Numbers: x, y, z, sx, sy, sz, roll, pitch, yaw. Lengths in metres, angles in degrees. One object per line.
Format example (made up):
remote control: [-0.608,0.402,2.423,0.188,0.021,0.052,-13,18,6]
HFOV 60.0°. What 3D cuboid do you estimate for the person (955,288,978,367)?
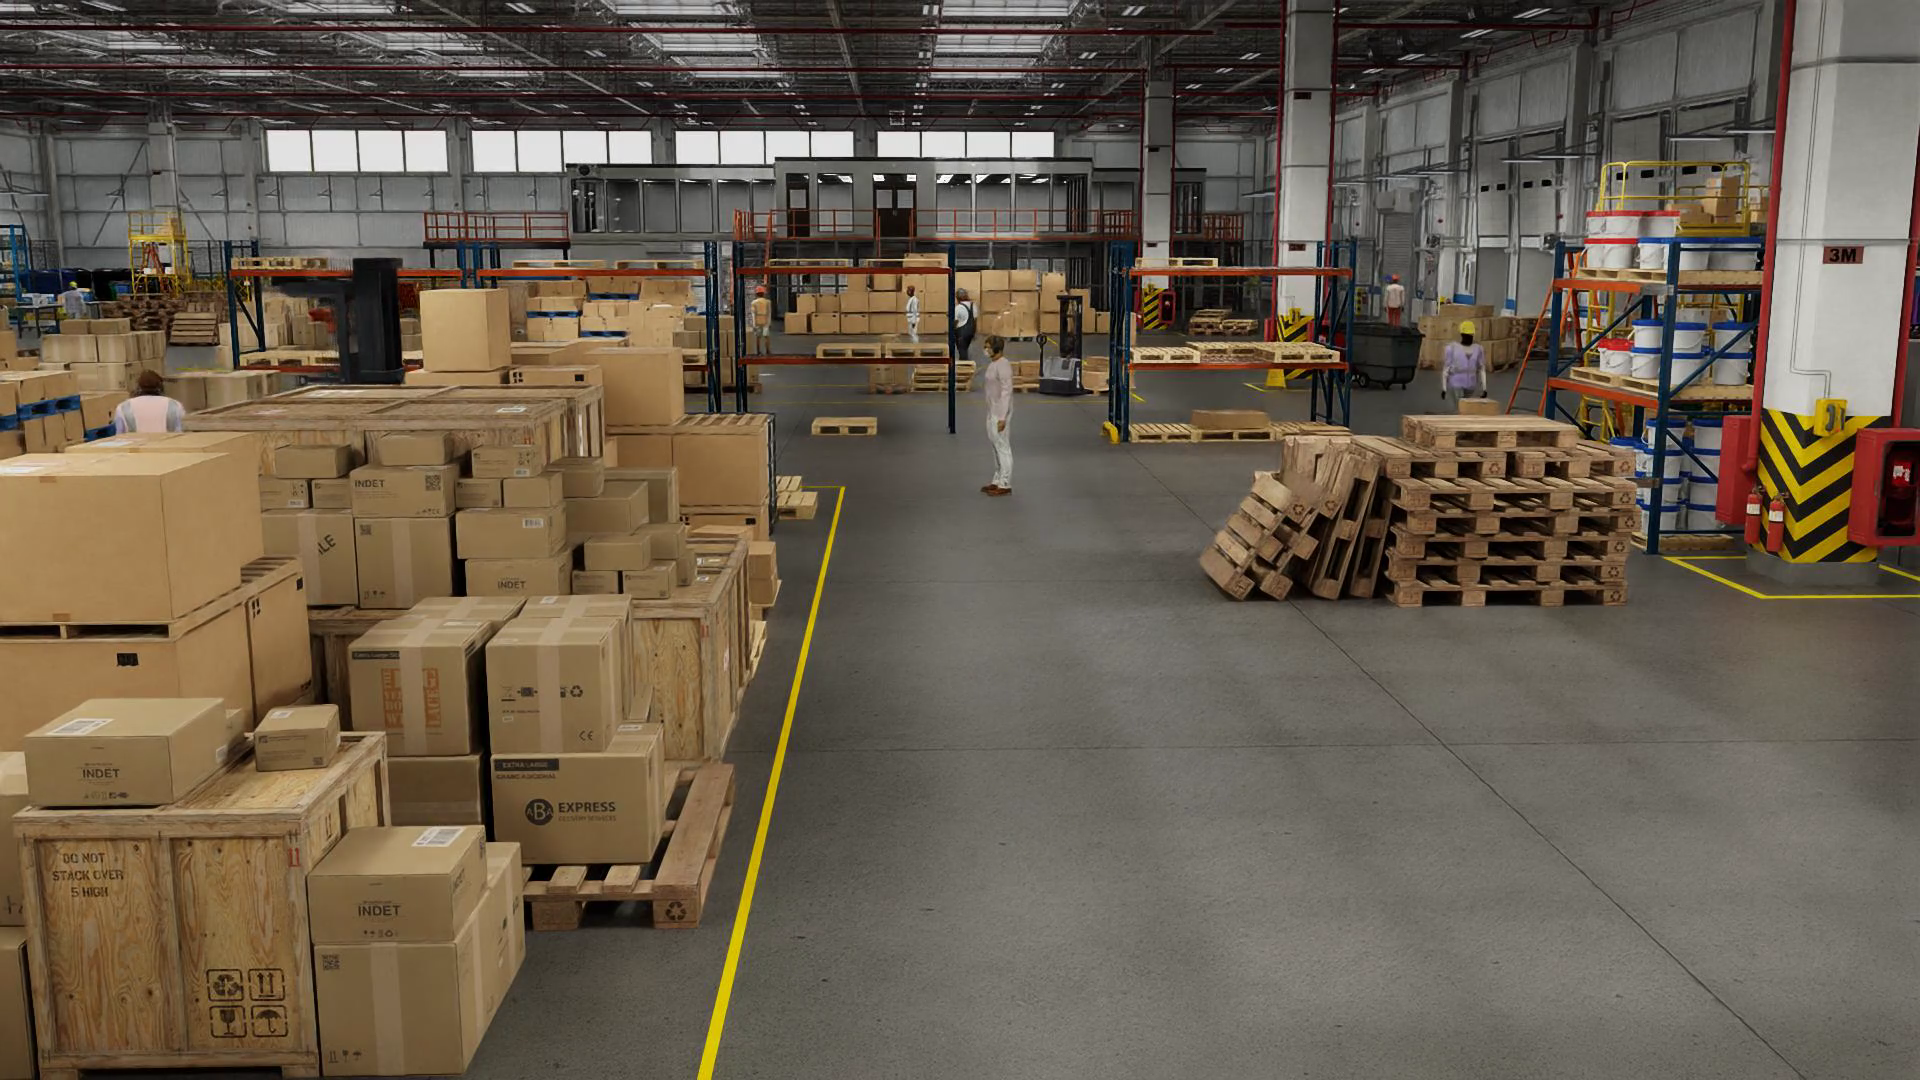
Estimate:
person: [-0.028,-4.619,37.051,0.825,2.000,0.703,8,13,39]

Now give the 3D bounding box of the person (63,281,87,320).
person: [-27.401,-7.105,51.568,0.617,1.796,0.839,-2,10,-12]

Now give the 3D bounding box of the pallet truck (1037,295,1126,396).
pallet truck: [2.483,-3.881,33.060,1.885,1.965,0.823,-7,13,-36]

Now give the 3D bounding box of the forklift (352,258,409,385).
forklift: [-7.355,-2.197,21.222,1.873,2.768,1.129,0,10,-2]

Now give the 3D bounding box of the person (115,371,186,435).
person: [-7.753,-0.729,16.028,0.638,1.796,0.922,-4,11,-22]

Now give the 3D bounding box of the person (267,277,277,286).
person: [-25.535,-8.903,61.786,0.499,1.727,0.421,0,10,-3]

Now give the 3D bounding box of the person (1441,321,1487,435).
person: [7.409,-2.262,24.379,0.608,1.871,0.983,-2,10,-10]

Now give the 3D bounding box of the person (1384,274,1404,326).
person: [14.024,-7.587,53.749,0.642,1.979,0.434,2,10,12]

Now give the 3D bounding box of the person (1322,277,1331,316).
person: [12.977,-8.475,59.125,0.557,1.820,0.979,-6,12,-30]

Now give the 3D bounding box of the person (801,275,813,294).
person: [-5.190,-8.029,56.387,0.391,1.920,0.588,5,11,24]

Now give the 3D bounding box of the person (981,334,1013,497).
person: [0.459,-1.489,19.901,0.351,1.936,0.634,-2,10,-11]

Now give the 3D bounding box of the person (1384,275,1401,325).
person: [14.633,-7.991,56.222,0.626,1.907,0.540,-2,10,-8]

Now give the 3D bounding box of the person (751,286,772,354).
person: [-5.111,-5.604,42.921,0.543,1.911,0.850,-3,11,-16]

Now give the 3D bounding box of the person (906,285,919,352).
person: [-1.262,-5.827,44.255,0.349,1.877,0.576,-3,11,-17]

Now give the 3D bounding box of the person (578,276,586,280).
person: [-13.249,-8.381,58.312,0.363,1.933,0.543,8,13,37]

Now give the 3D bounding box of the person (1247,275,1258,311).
person: [12.886,-10.962,73.021,0.622,1.820,0.792,-2,10,-12]
